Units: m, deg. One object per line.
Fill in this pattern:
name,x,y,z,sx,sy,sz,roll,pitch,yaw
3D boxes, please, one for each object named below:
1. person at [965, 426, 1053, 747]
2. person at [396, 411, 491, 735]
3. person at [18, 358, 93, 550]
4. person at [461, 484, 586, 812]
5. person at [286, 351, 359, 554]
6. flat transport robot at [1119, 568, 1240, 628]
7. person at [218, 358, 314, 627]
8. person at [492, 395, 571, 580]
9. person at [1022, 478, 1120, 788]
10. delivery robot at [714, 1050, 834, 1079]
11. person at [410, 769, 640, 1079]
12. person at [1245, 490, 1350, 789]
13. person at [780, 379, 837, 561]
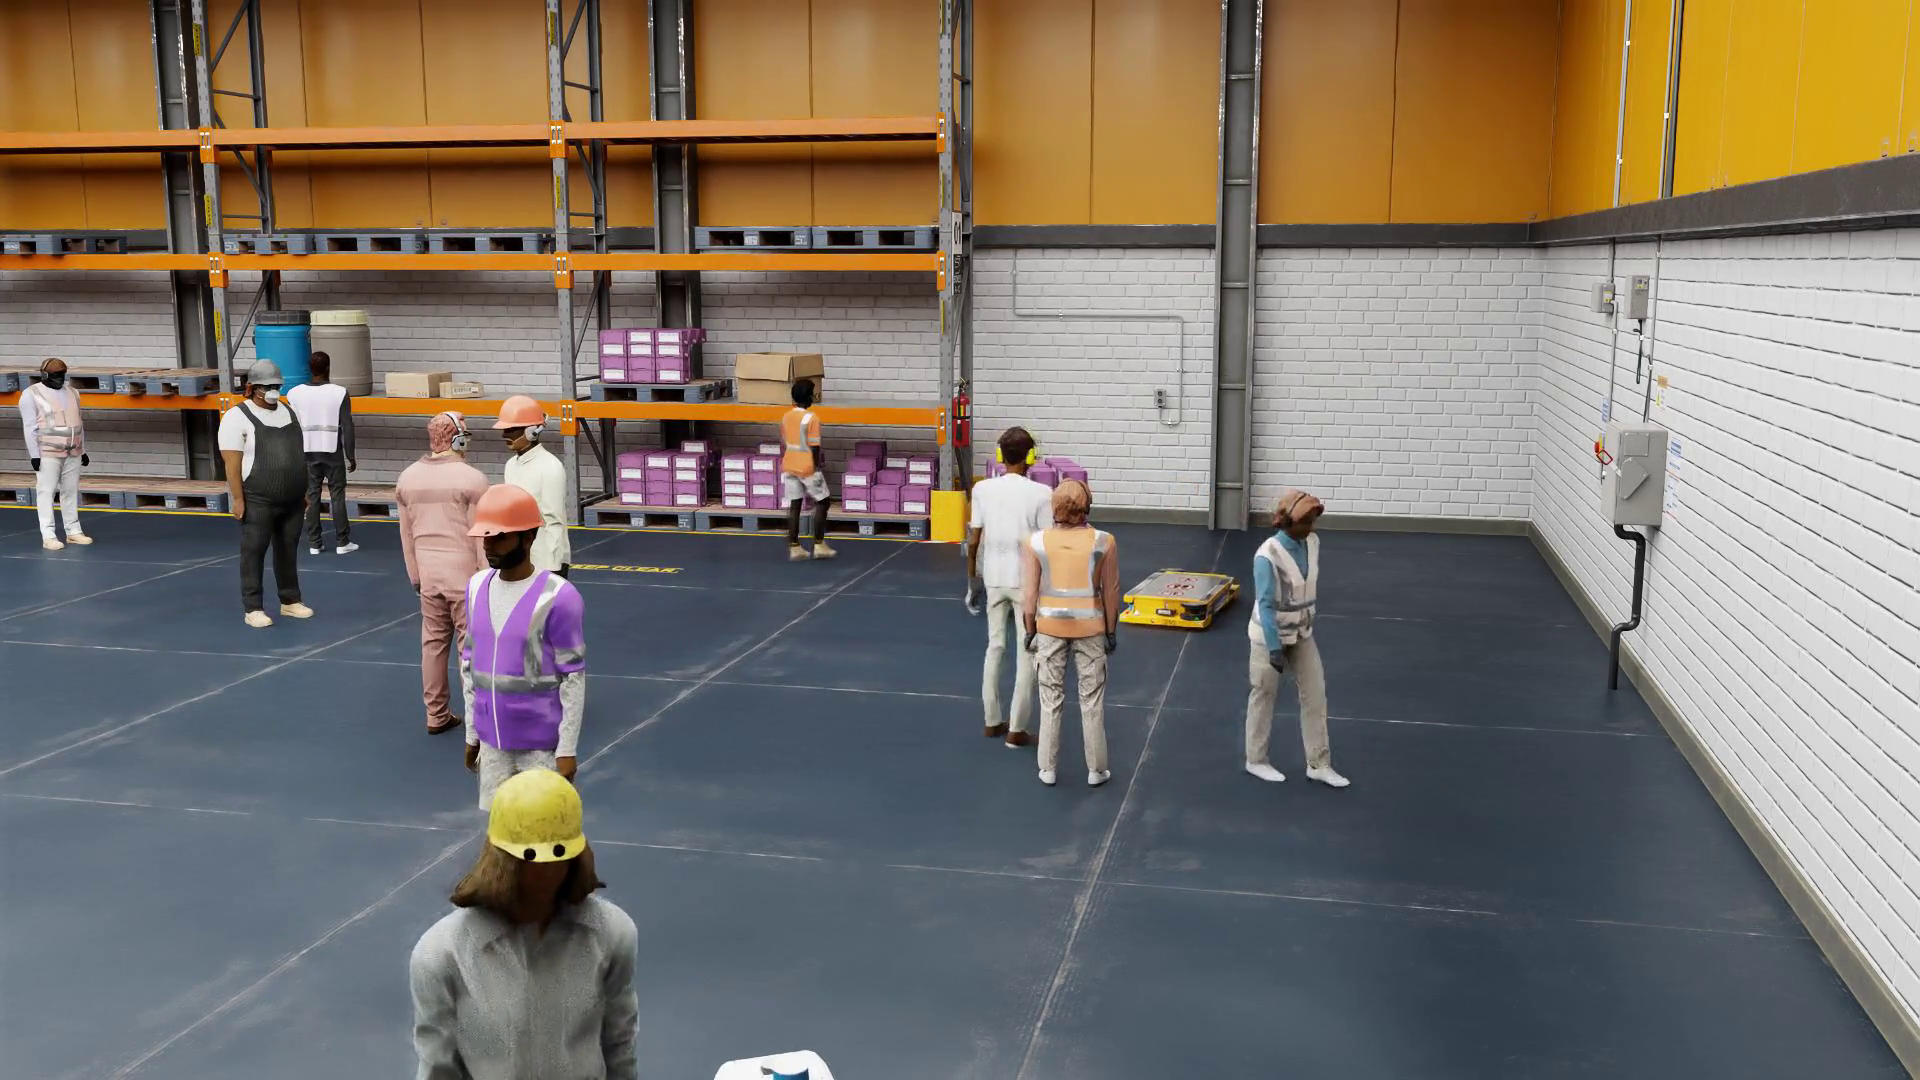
person,0.307,0.279,9.553,0.565,1.853,0.432,4,10,21
person,-2.931,0.205,9.687,0.638,1.910,0.407,4,10,22
person,-8.711,-0.839,16.081,0.429,1.838,0.621,4,10,22
person,-1.700,0.743,6.410,0.542,1.938,0.358,4,10,23
person,-6.017,-0.817,15.707,0.591,1.918,0.383,0,10,-1
flat transport robot,1.748,0.444,13.106,0.652,0.197,1.431,3,10,20
person,-5.233,-0.371,12.701,0.535,2.000,0.687,5,11,29
person,-2.552,0.127,9.938,0.408,1.986,0.607,-9,13,-42
person,0.581,0.495,8.757,0.514,1.642,0.314,2,10,9
delivery robot,-0.467,1.687,4.633,0.477,0.478,0.707,-3,10,-18
person,-0.941,1.312,3.637,0.500,1.725,0.481,-5,11,-25
person,1.746,0.526,8.662,0.556,1.599,0.689,-8,12,-39
person,-1.383,-0.654,15.388,0.555,1.683,0.526,9,13,44
